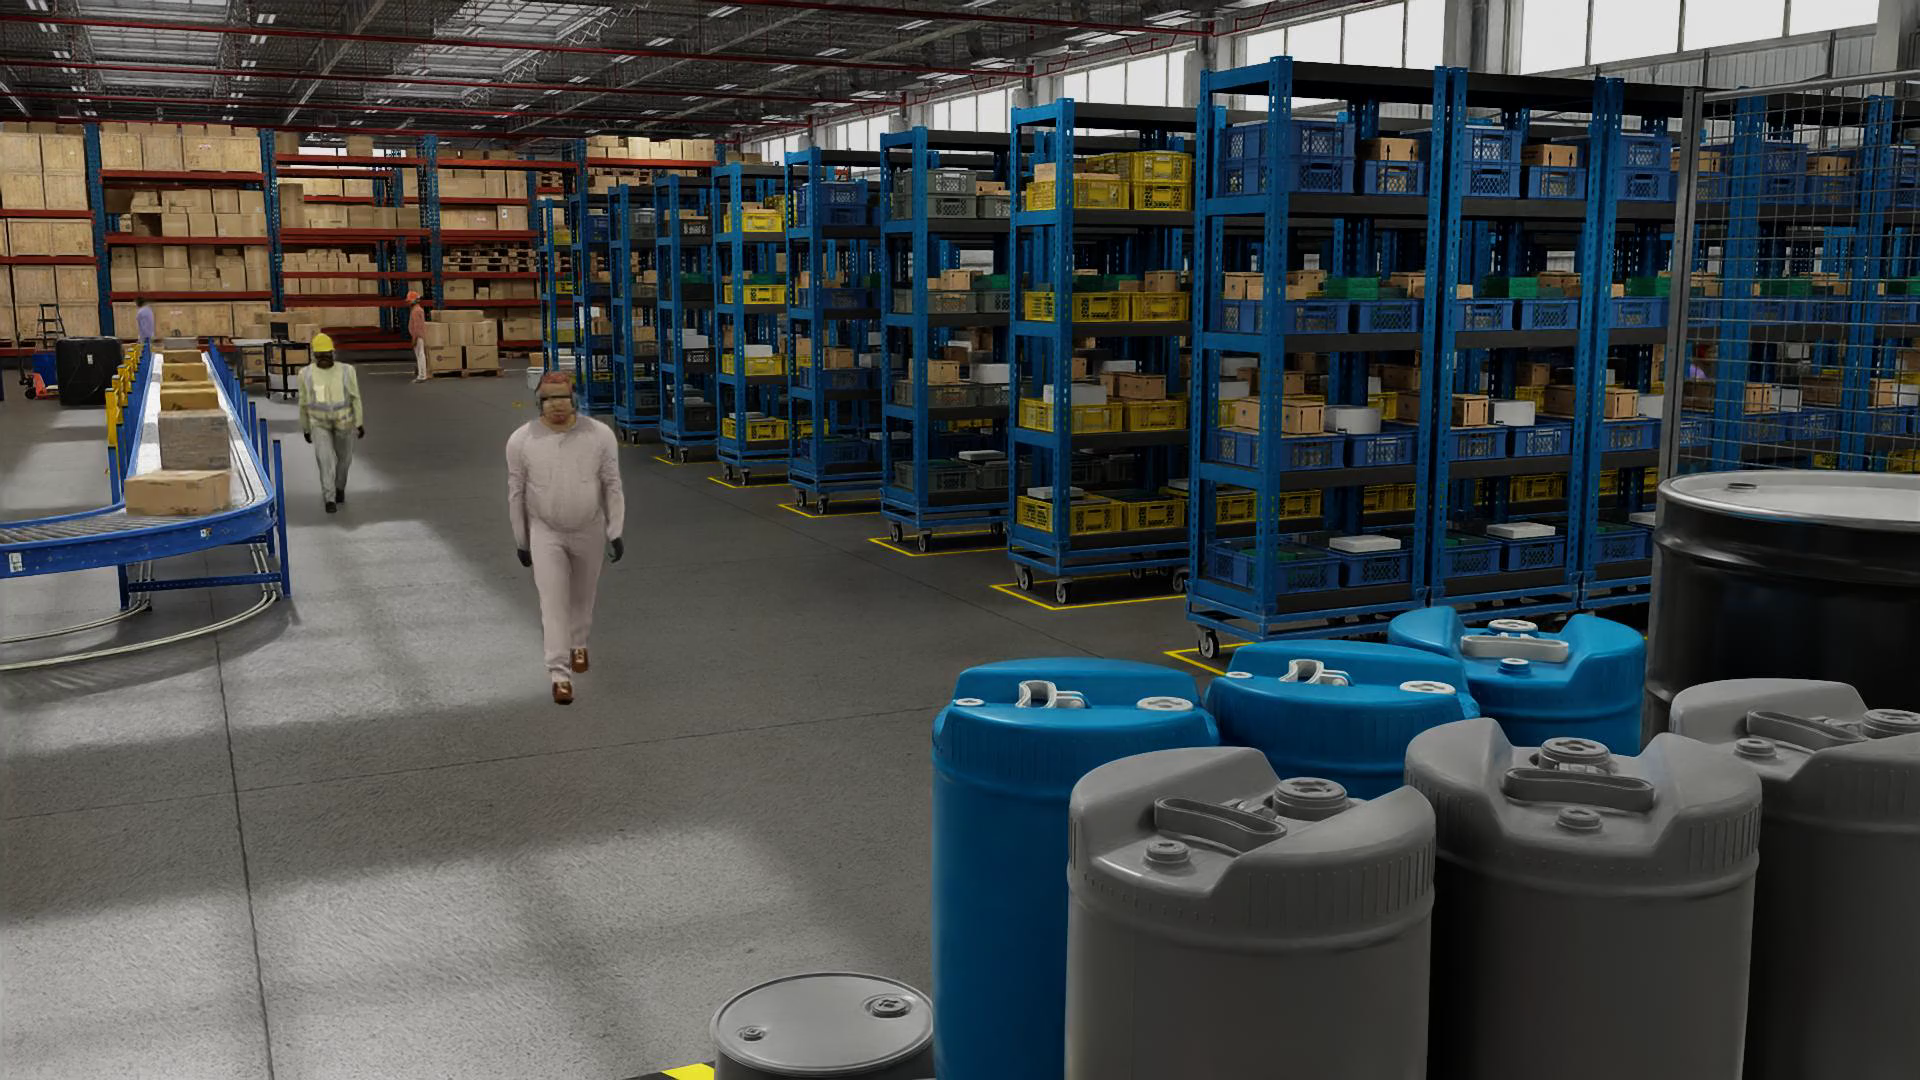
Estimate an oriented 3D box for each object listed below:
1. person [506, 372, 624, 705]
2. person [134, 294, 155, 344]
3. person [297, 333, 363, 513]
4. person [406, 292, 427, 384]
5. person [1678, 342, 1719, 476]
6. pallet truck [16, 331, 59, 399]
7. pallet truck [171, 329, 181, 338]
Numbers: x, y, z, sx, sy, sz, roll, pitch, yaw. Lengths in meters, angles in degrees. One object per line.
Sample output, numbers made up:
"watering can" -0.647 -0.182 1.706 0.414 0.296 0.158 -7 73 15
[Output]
"person" -2.287 -0.059 9.659 0.633 1.858 1.023 -3 10 -20
"person" -18.319 -4.592 37.560 0.727 1.920 0.638 -1 9 -5
"person" -6.405 -1.208 16.924 0.595 1.806 0.805 -4 10 -25
"person" -11.745 -4.369 35.962 0.390 1.986 0.609 -2 9 -10
"person" 6.652 -0.941 15.180 0.405 1.834 0.582 4 10 23
"pallet truck" -17.082 -3.353 31.781 1.630 1.274 0.653 -4 10 -25
"pallet truck" -17.275 -3.851 35.096 1.601 1.201 0.680 0 9 1
